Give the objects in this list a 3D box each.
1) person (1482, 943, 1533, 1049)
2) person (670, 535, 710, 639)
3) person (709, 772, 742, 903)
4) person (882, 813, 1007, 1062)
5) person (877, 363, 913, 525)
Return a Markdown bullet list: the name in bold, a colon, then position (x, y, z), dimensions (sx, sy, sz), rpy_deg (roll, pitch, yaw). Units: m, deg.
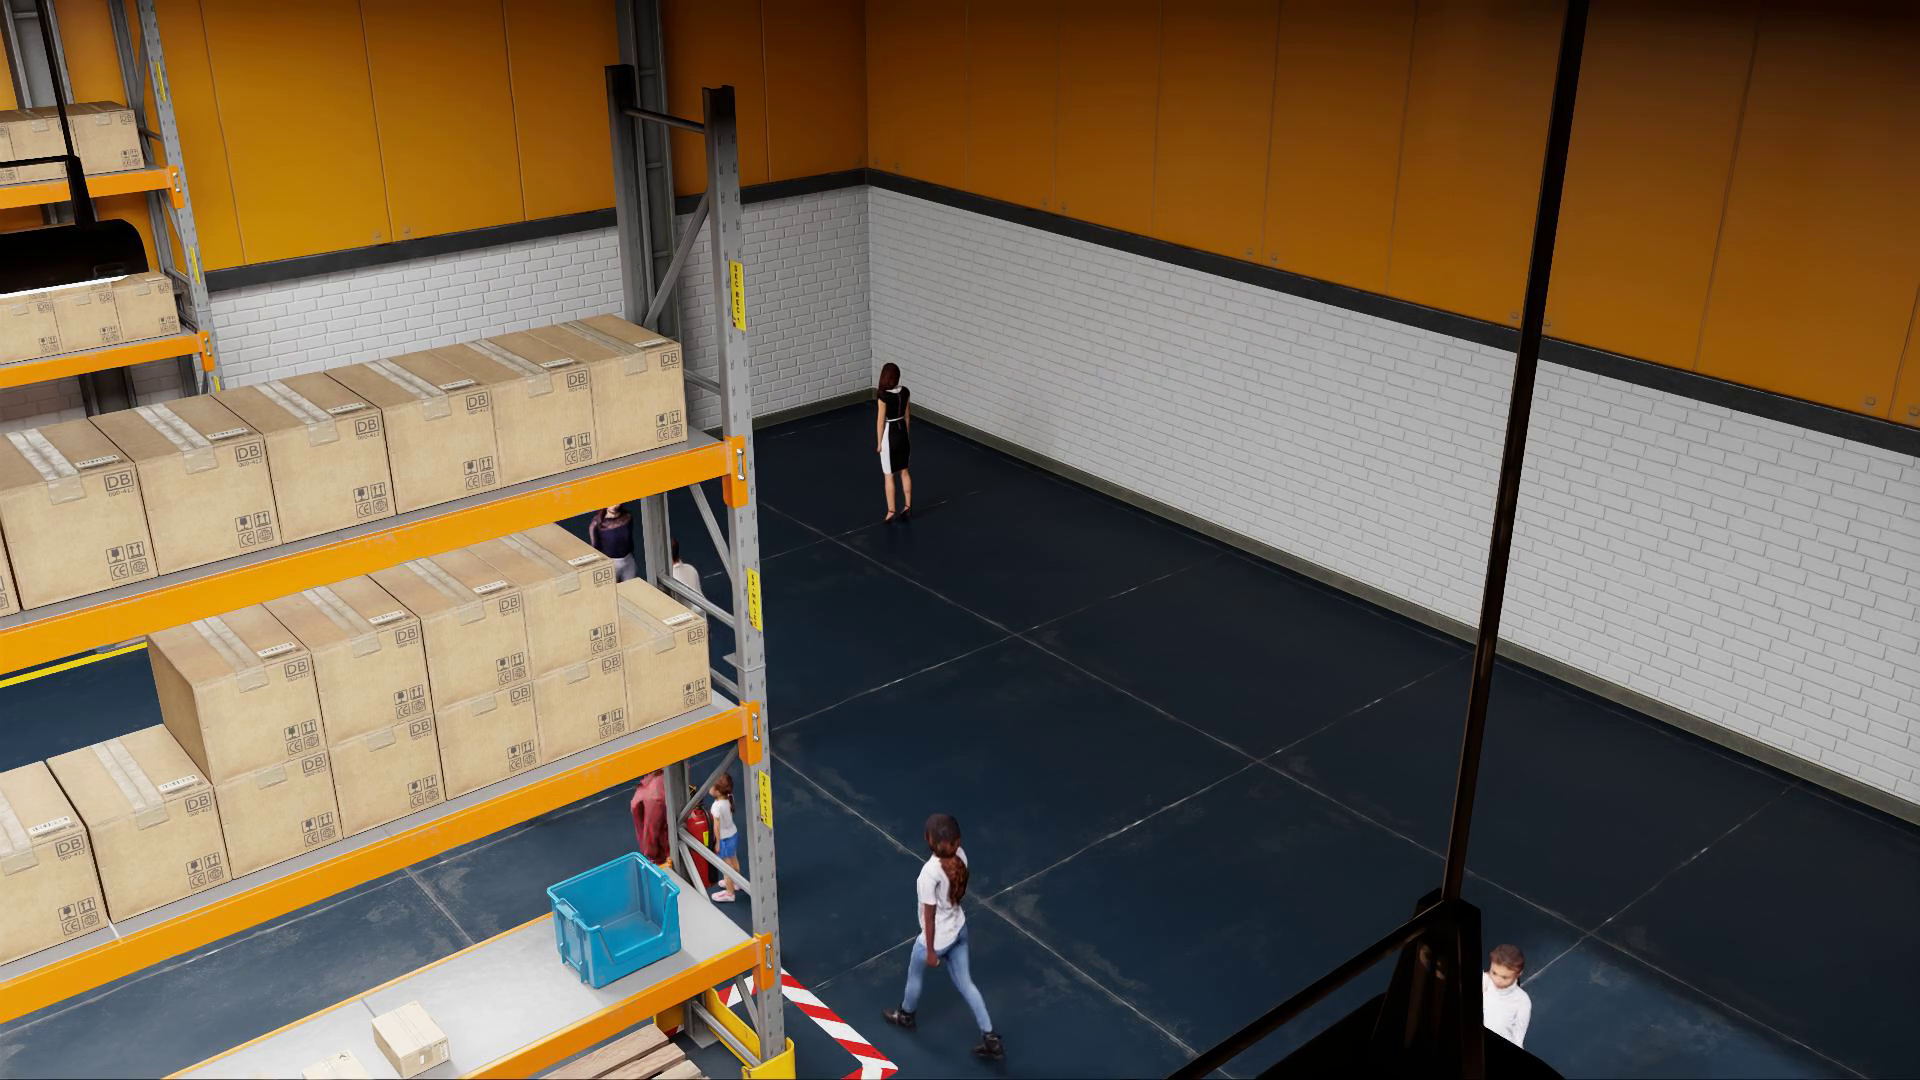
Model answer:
- **person**: position (3.039, 2.869, 9.383), dimensions (0.691, 1.511, 1.120), rpy_deg (18, 29, 35)
- **person**: position (-2.203, 0.844, 13.626), dimensions (0.890, 1.824, 0.940), rpy_deg (14, 27, 29)
- **person**: position (-1.661, 2.085, 11.791), dimensions (0.536, 1.019, 0.466), rpy_deg (5, 24, 10)
- **person**: position (-0.033, 2.453, 10.130), dimensions (0.868, 1.676, 1.145), rpy_deg (16, 28, 32)
- **person**: position (-0.702, -1.046, 17.988), dimensions (0.433, 1.793, 0.620), rpy_deg (-19, 30, -36)
